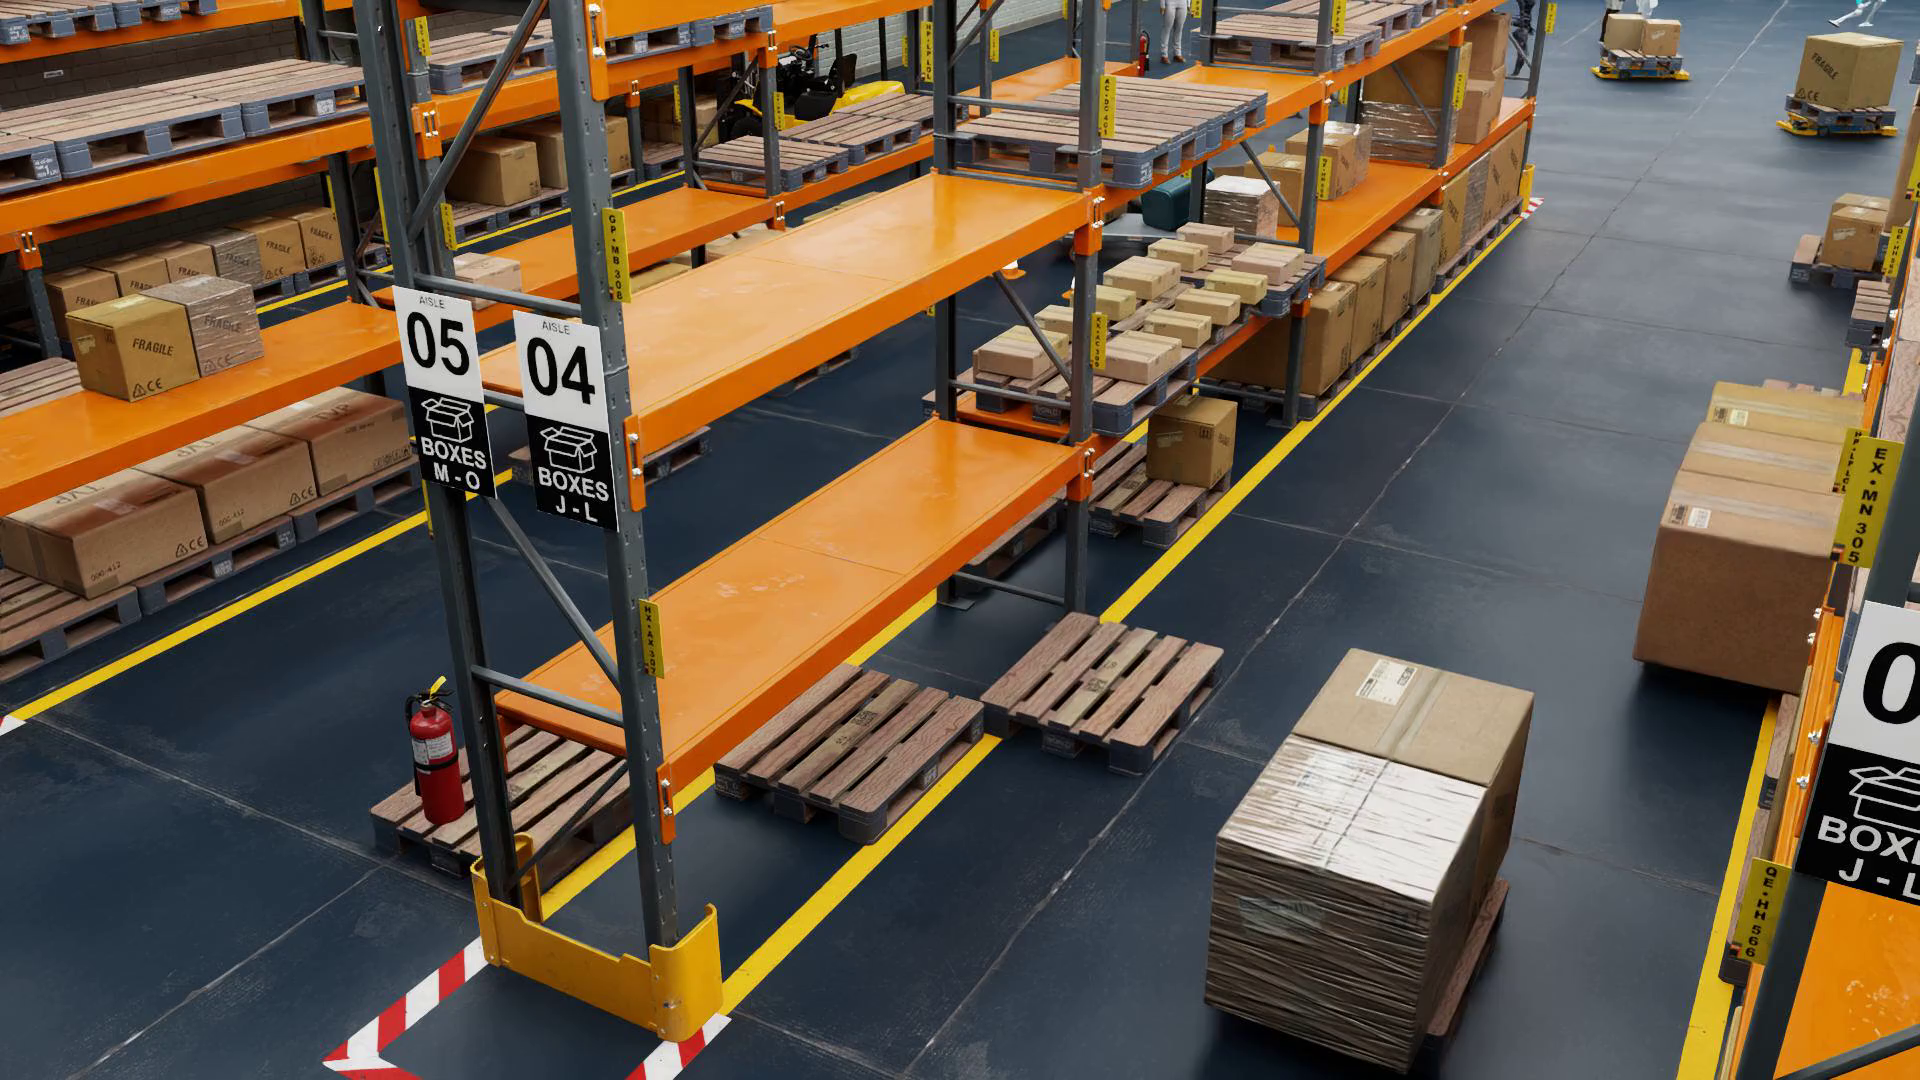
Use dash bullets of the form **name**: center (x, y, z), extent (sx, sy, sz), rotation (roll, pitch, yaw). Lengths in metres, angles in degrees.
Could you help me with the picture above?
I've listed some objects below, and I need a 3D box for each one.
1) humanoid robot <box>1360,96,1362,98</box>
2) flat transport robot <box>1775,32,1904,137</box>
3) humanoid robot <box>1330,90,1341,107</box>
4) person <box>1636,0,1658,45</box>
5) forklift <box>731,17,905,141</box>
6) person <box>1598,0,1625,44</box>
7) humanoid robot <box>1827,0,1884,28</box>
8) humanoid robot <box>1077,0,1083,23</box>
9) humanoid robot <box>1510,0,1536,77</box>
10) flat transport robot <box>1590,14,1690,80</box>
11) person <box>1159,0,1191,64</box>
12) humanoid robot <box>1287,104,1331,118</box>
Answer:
- **humanoid robot**: center (5.851, -7.642, 25.535), extent (0.947, 1.770, 0.530), rotation (-7, 27, -15)
- **flat transport robot**: center (12.441, -5.892, 23.585), extent (1.431, 0.231, 0.659), rotation (0, 26, 0)
- **humanoid robot**: center (5.728, -7.405, 25.129), extent (0.613, 1.638, 0.478), rotation (21, 33, 37)
- **person**: center (11.611, -9.026, 28.203), extent (0.391, 1.914, 0.587), rotation (12, 28, 23)
- **forklift**: center (-1.819, -5.975, 21.543), extent (2.313, 2.155, 1.214), rotation (14, 29, 26)
- **person**: center (11.892, -9.944, 30.063), extent (0.363, 1.952, 0.611), rotation (1, 26, 2)
- **humanoid robot**: center (17.137, -10.508, 31.494), extent (1.047, 1.721, 0.554), rotation (2, 26, 4)
- **humanoid robot**: center (2.408, -10.752, 32.000), extent (0.888, 1.775, 0.538), rotation (-23, 34, -39)
- **humanoid robot**: center (9.204, -8.337, 27.041), extent (0.388, 1.653, 0.609), rotation (14, 29, 27)
- **flat transport robot**: center (11.234, -7.770, 27.488), extent (1.431, 0.231, 0.659), rotation (2, 26, 5)
- **person**: center (3.678, -9.145, 28.422), extent (0.633, 1.939, 0.368), rotation (-11, 28, -22)
- **humanoid robot**: center (5.120, -6.947, 24.167), extent (0.623, 1.632, 0.614), rotation (3, 26, 7)
